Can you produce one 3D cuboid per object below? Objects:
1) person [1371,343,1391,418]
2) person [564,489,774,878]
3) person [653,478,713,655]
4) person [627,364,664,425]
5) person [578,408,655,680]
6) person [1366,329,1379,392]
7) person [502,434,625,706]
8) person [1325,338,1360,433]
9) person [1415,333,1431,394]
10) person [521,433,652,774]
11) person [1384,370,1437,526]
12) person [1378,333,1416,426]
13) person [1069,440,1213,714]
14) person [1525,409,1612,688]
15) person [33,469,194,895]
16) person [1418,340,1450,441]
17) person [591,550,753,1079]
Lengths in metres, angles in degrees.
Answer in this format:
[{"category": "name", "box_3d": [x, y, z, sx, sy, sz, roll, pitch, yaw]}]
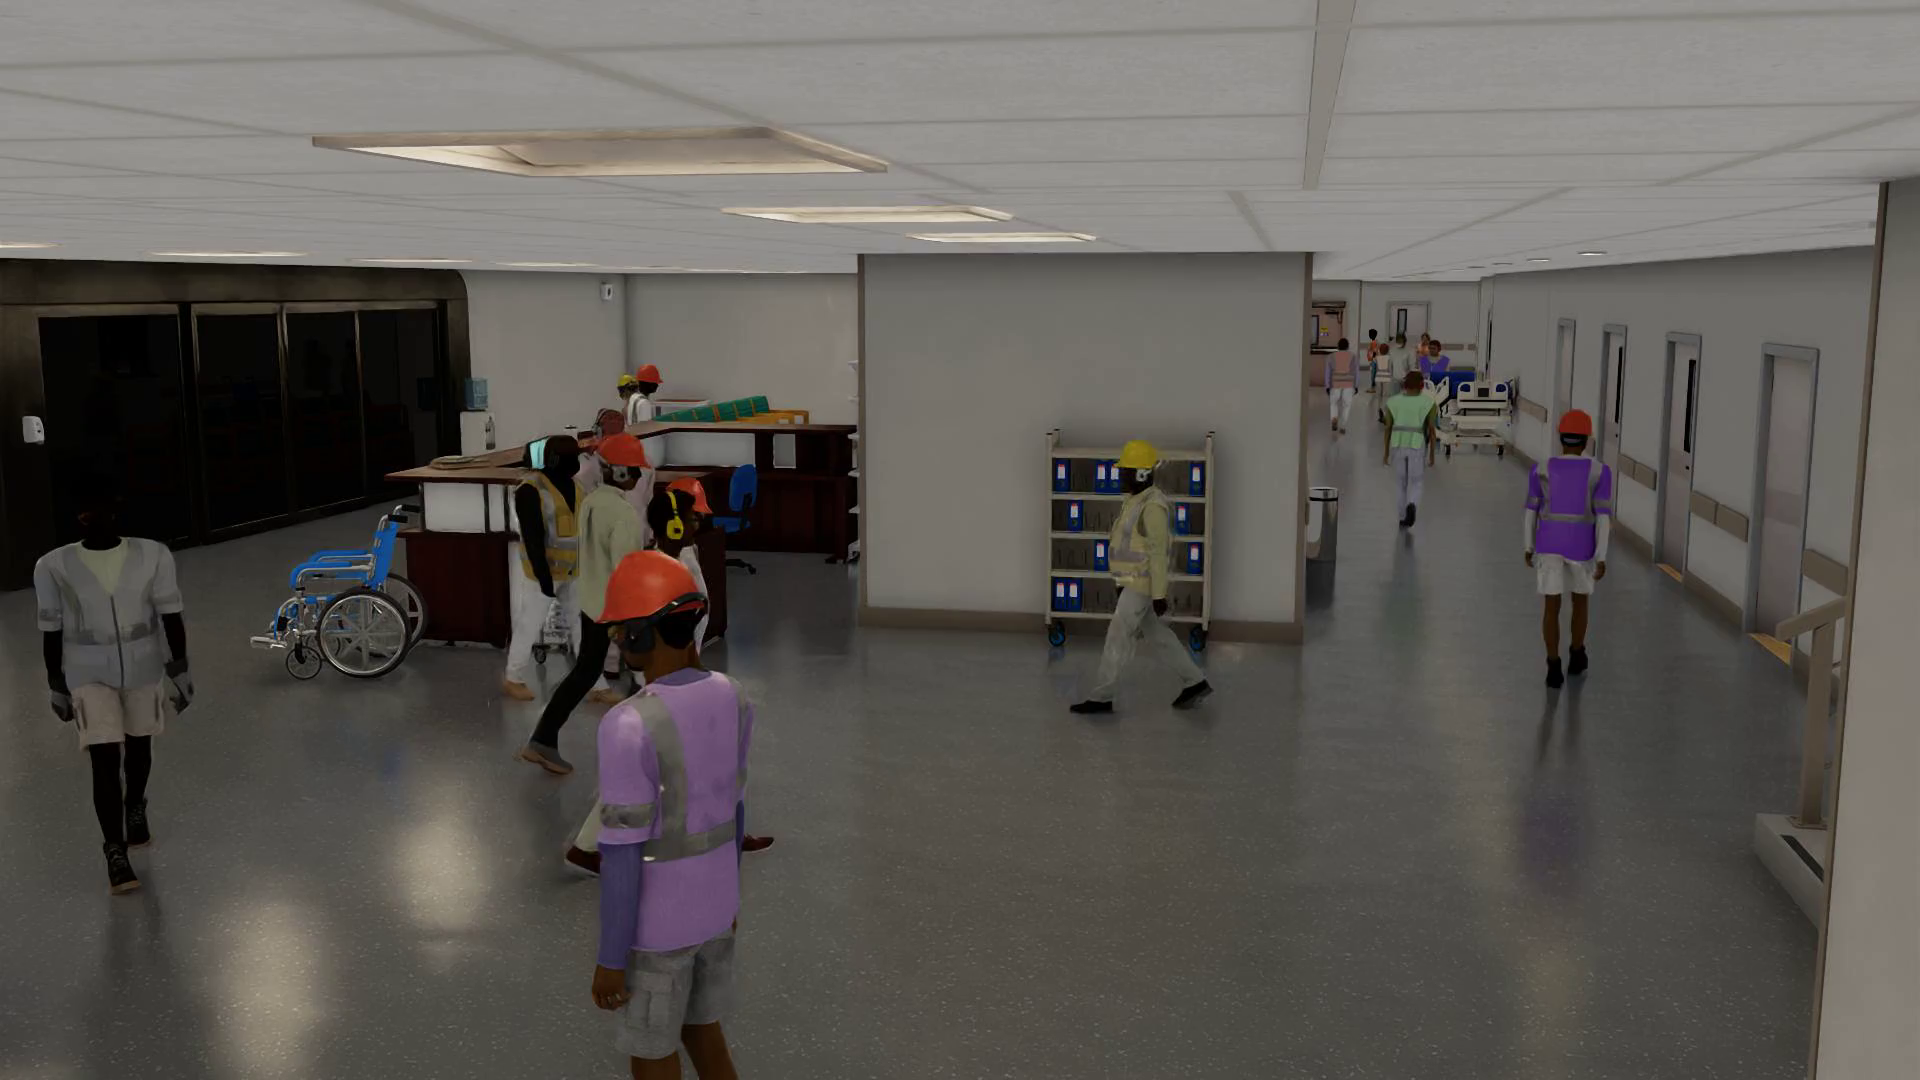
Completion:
[{"category": "person", "box_3d": [8.907, -3.341, 35.047, 0.511, 1.614, 0.660, 5, 10, 29]}, {"category": "person", "box_3d": [-1.405, 0.670, 7.794, 1.006, 1.824, 0.529, -3, 9, -19]}, {"category": "person", "box_3d": [-1.474, 0.538, 8.876, 0.339, 1.747, 0.563, -2, 9, -13]}, {"category": "person", "box_3d": [-3.495, -1.014, 18.648, 0.653, 1.906, 0.579, -3, 9, -20]}, {"category": "person", "box_3d": [-2.453, 0.026, 11.749, 0.406, 1.911, 0.636, 7, 11, 39]}, {"category": "person", "box_3d": [10.995, -4.770, 44.282, 0.319, 1.694, 0.533, 2, 9, 12]}, {"category": "person", "box_3d": [-2.684, 0.203, 11.002, 0.917, 1.800, 0.631, 5, 10, 31]}, {"category": "person", "box_3d": [7.285, -2.936, 31.676, 0.629, 1.828, 0.477, 2, 9, 14]}, {"category": "person", "box_3d": [11.923, -4.496, 42.678, 0.518, 1.629, 0.398, 6, 11, 37]}, {"category": "person", "box_3d": [-2.030, 0.366, 9.436, 1.034, 1.945, 0.626, -7, 11, -38]}, {"category": "person", "box_3d": [5.155, -1.035, 19.109, 0.570, 1.818, 0.662, 4, 9, 23]}, {"category": "person", "box_3d": [8.847, -3.211, 33.395, 1.097, 1.854, 0.657, -8, 12, -43]}, {"category": "person", "box_3d": [1.206, 0.243, 10.727, 0.926, 1.799, 0.595, 0, 9, -1]}, {"category": "person", "box_3d": [4.252, 0.040, 11.652, 0.566, 1.900, 0.878, 4, 9, 24]}, {"category": "person", "box_3d": [-3.975, 0.613, 7.831, 0.604, 1.921, 1.003, -6, 10, -35]}, {"category": "person", "box_3d": [8.554, -2.699, 30.064, 0.564, 1.837, 0.388, 5, 10, 28]}, {"category": "person", "box_3d": [-0.825, 1.037, 4.655, 0.420, 2.032, 0.612, 4, 9, 24]}]
